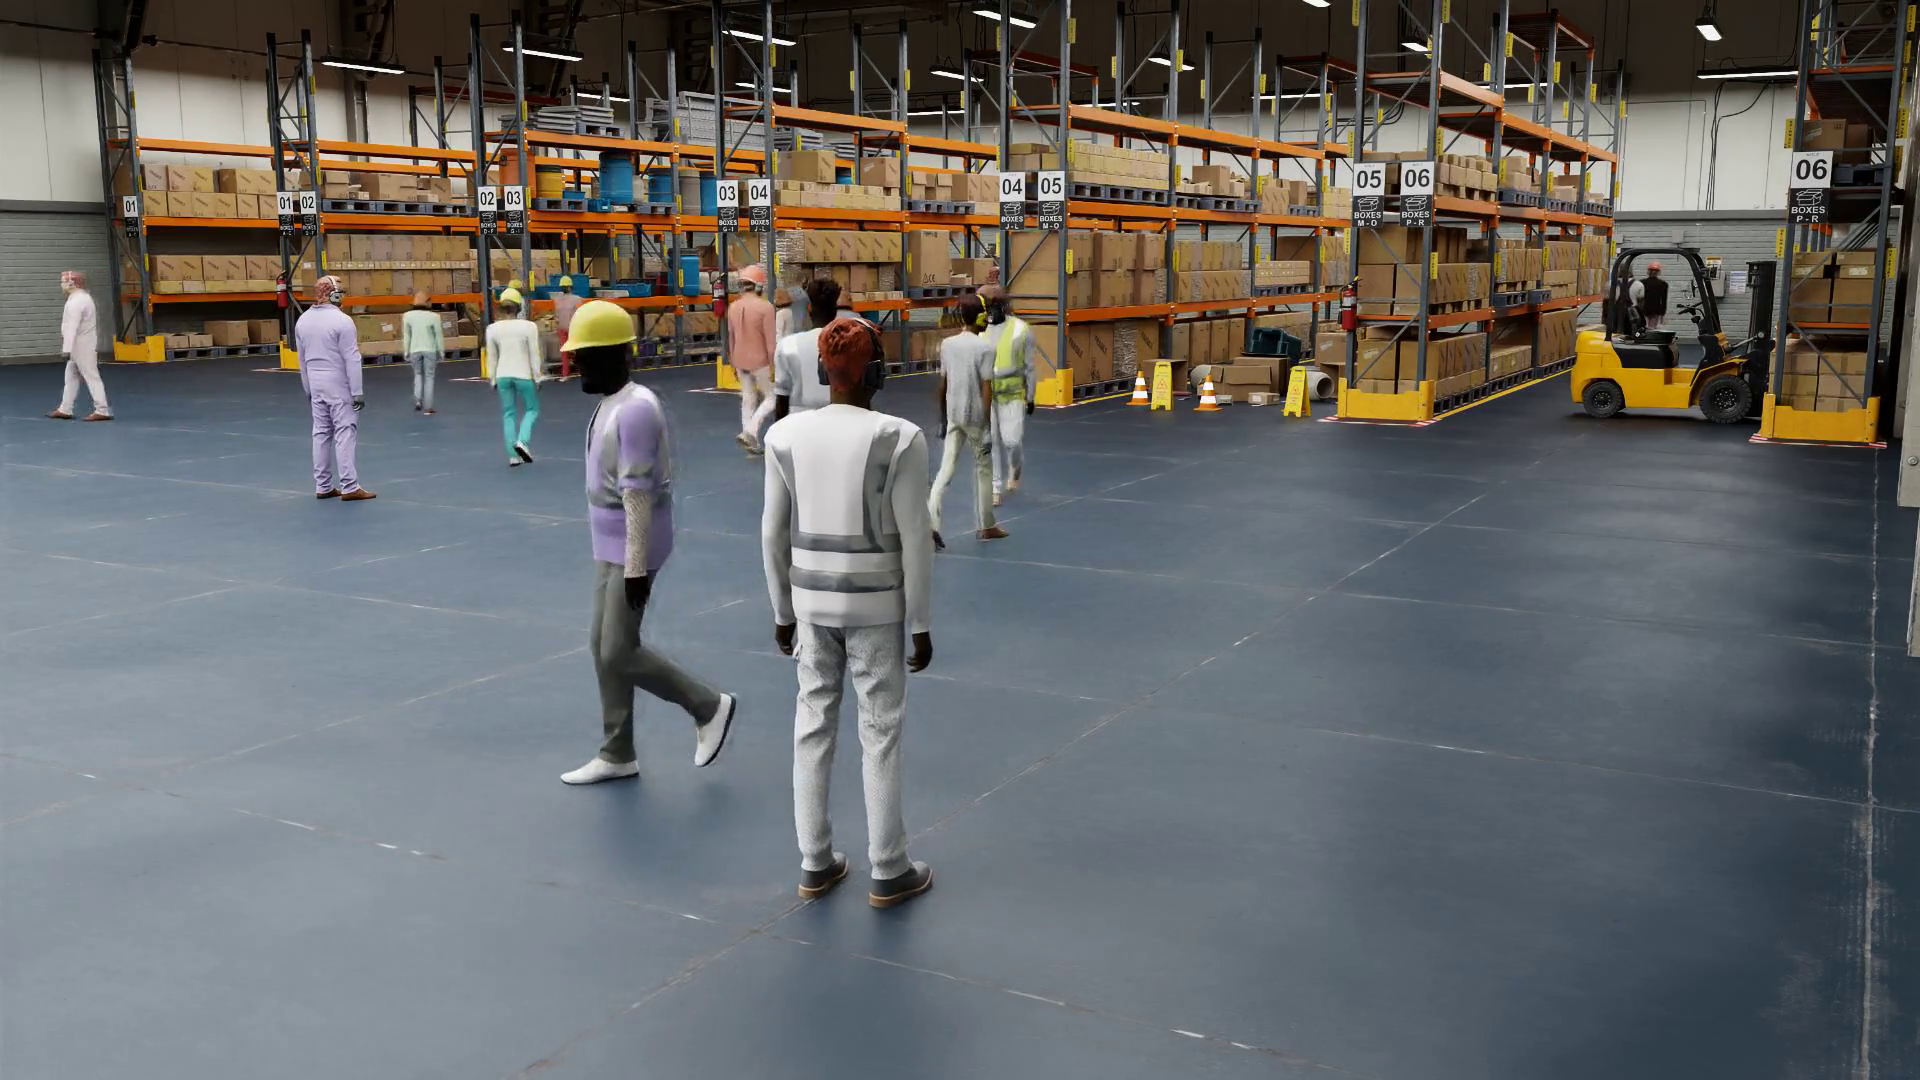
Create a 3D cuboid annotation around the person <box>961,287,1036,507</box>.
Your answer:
[{"bbox_3d":[0.315,-1.198,13.927,0.647,1.819,0.582,2,10,10],"label":"person"}]

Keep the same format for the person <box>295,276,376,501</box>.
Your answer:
[{"bbox_3d":[-5.306,-1.284,14.149,0.651,1.907,0.409,5,11,26],"label":"person"}]

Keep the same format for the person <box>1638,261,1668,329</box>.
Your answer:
[{"bbox_3d":[13.447,-4.441,32.437,0.634,1.971,0.432,2,10,12],"label":"person"}]

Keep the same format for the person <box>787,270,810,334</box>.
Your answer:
[{"bbox_3d":[-2.483,-3.134,25.160,0.999,1.873,0.643,-6,11,-32],"label":"person"}]

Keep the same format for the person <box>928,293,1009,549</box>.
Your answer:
[{"bbox_3d":[0.022,-0.843,11.880,0.559,1.820,0.975,6,12,33],"label":"person"}]

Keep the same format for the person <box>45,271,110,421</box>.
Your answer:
[{"bbox_3d":[-11.159,-2.413,20.833,0.863,1.872,0.680,-3,10,-18],"label":"person"}]

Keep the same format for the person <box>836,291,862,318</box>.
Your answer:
[{"bbox_3d":[-1.486,-2.374,21.328,0.507,1.631,0.266,1,10,5],"label":"person"}]

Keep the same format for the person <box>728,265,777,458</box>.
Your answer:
[{"bbox_3d":[-2.112,-1.810,16.999,0.642,1.981,0.470,7,12,35],"label":"person"}]

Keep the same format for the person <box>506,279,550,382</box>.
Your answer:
[{"bbox_3d":[-7.173,-3.420,27.278,0.897,1.700,0.495,-6,12,-33],"label":"person"}]

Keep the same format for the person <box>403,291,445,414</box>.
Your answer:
[{"bbox_3d":[-7.037,-2.459,21.870,0.526,1.618,0.384,0,10,2],"label":"person"}]

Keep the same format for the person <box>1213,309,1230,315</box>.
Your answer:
[{"bbox_3d":[5.746,-5.039,36.479,0.996,1.795,0.588,-8,12,-38],"label":"person"}]

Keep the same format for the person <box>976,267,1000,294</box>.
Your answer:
[{"bbox_3d":[0.560,-3.297,25.938,0.641,1.908,0.407,6,11,30],"label":"person"}]

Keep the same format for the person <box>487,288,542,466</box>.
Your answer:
[{"bbox_3d":[-4.385,-1.601,16.415,0.534,1.755,0.371,1,10,4],"label":"person"}]

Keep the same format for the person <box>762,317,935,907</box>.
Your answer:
[{"bbox_3d":[-0.349,0.235,5.327,0.576,1.881,0.354,4,10,22],"label":"person"}]

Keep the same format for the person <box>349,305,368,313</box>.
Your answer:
[{"bbox_3d":[-12.786,-4.882,35.351,0.565,1.856,0.387,4,11,23],"label":"person"}]

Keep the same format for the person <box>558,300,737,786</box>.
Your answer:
[{"bbox_3d":[-1.249,0.025,6.475,0.584,1.906,0.593,-4,11,-24],"label":"person"}]

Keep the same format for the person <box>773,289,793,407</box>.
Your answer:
[{"bbox_3d":[-2.404,-2.616,22.781,0.397,1.617,0.523,2,10,13],"label":"person"}]

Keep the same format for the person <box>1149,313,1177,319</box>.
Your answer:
[{"bbox_3d":[4.416,-5.036,36.165,0.656,1.889,0.680,2,10,10],"label":"person"}]

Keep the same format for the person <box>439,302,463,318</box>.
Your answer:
[{"bbox_3d":[-11.073,-5.053,36.255,0.598,1.899,0.754,4,10,21],"label":"person"}]

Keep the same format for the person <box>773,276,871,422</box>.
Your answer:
[{"bbox_3d":[-0.847,-0.641,10.255,0.619,1.952,0.424,-1,10,-4],"label":"person"}]

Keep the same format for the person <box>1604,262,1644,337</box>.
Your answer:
[{"bbox_3d":[12.274,-4.192,30.783,0.683,2.000,1.036,4,11,23],"label":"person"}]

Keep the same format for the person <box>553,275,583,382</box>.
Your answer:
[{"bbox_3d":[-6.478,-3.503,27.591,0.537,1.756,0.447,3,10,17],"label":"person"}]
